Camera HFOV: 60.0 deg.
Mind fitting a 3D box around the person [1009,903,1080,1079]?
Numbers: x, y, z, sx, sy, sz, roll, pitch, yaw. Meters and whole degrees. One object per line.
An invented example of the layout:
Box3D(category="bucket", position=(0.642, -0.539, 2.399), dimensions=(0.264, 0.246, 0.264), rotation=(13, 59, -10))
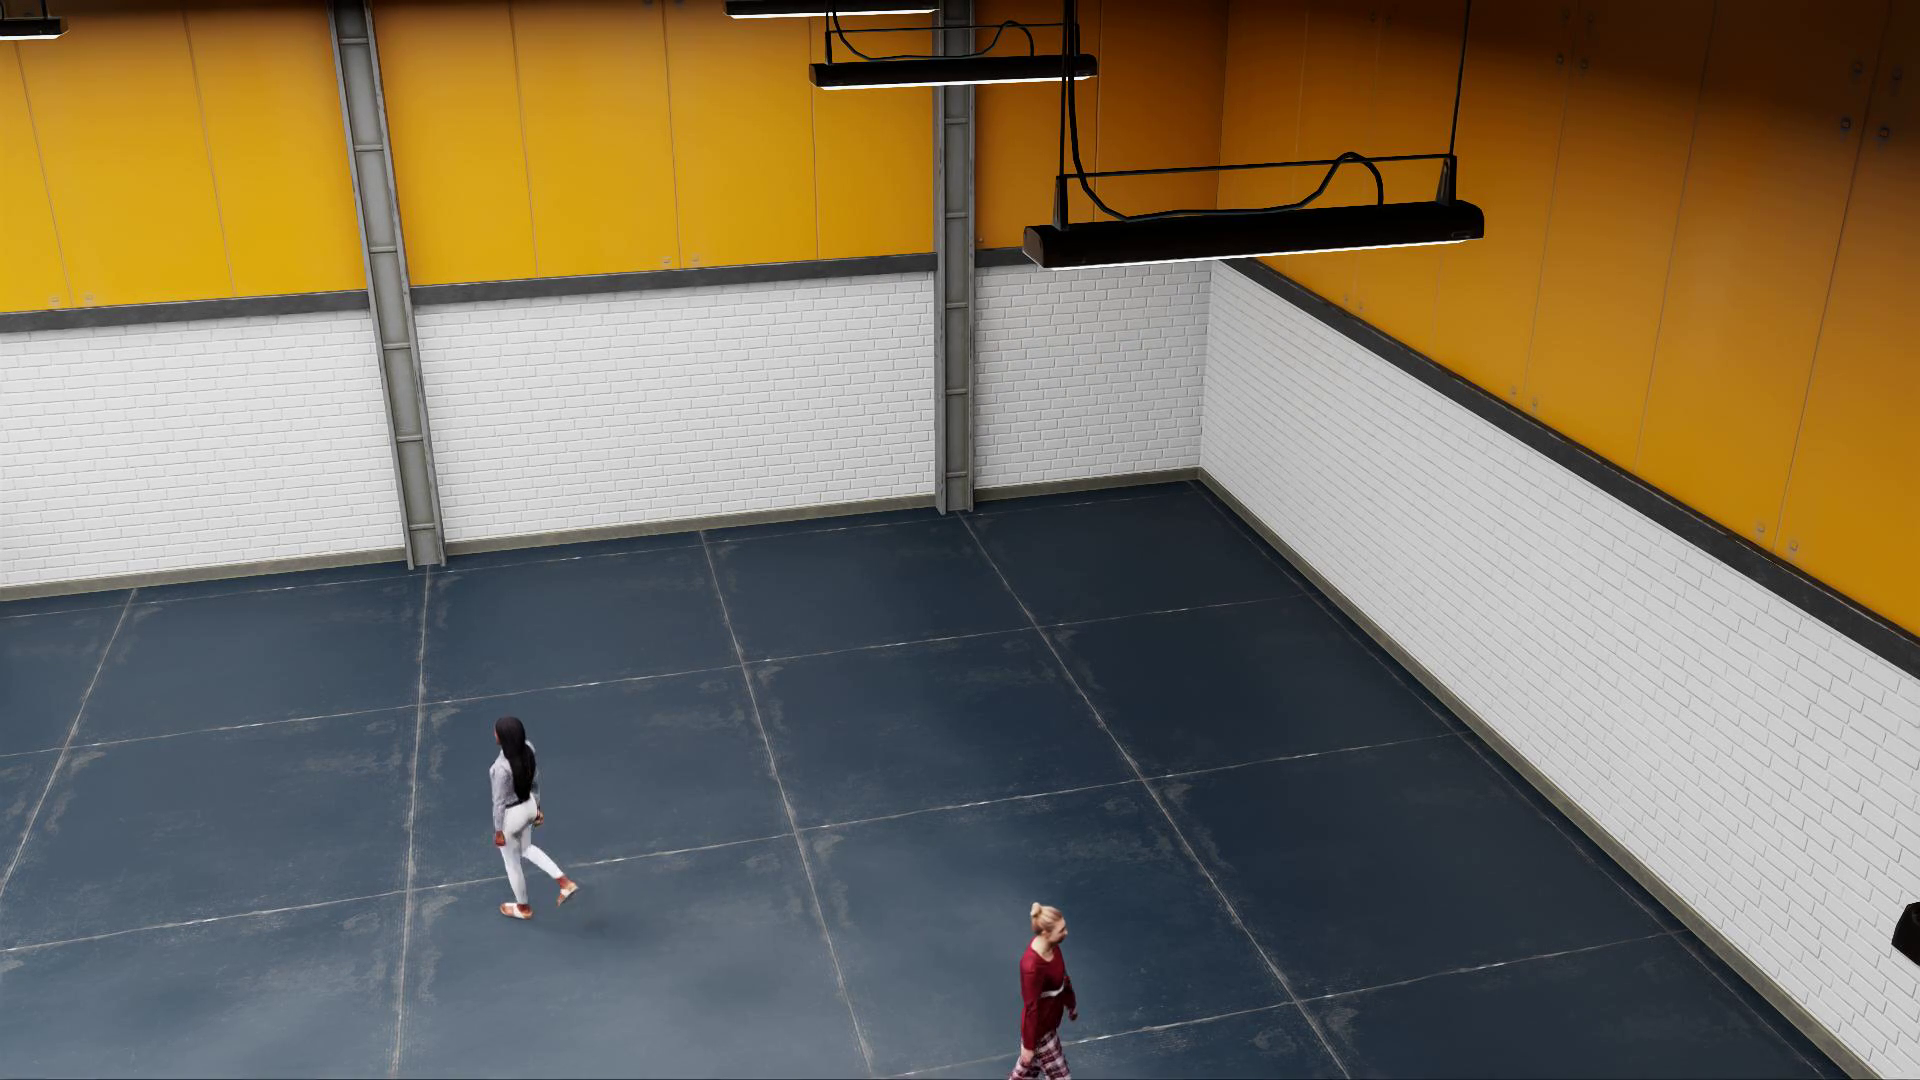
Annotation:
Box3D(category="person", position=(0.415, 2.923, 10.082), dimensions=(1.053, 1.678, 0.915), rotation=(5, 24, 12))

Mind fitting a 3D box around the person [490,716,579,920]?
Box3D(category="person", position=(-3.140, 2.043, 12.056), dimensions=(0.971, 1.710, 0.859), rotation=(8, 25, 17))
